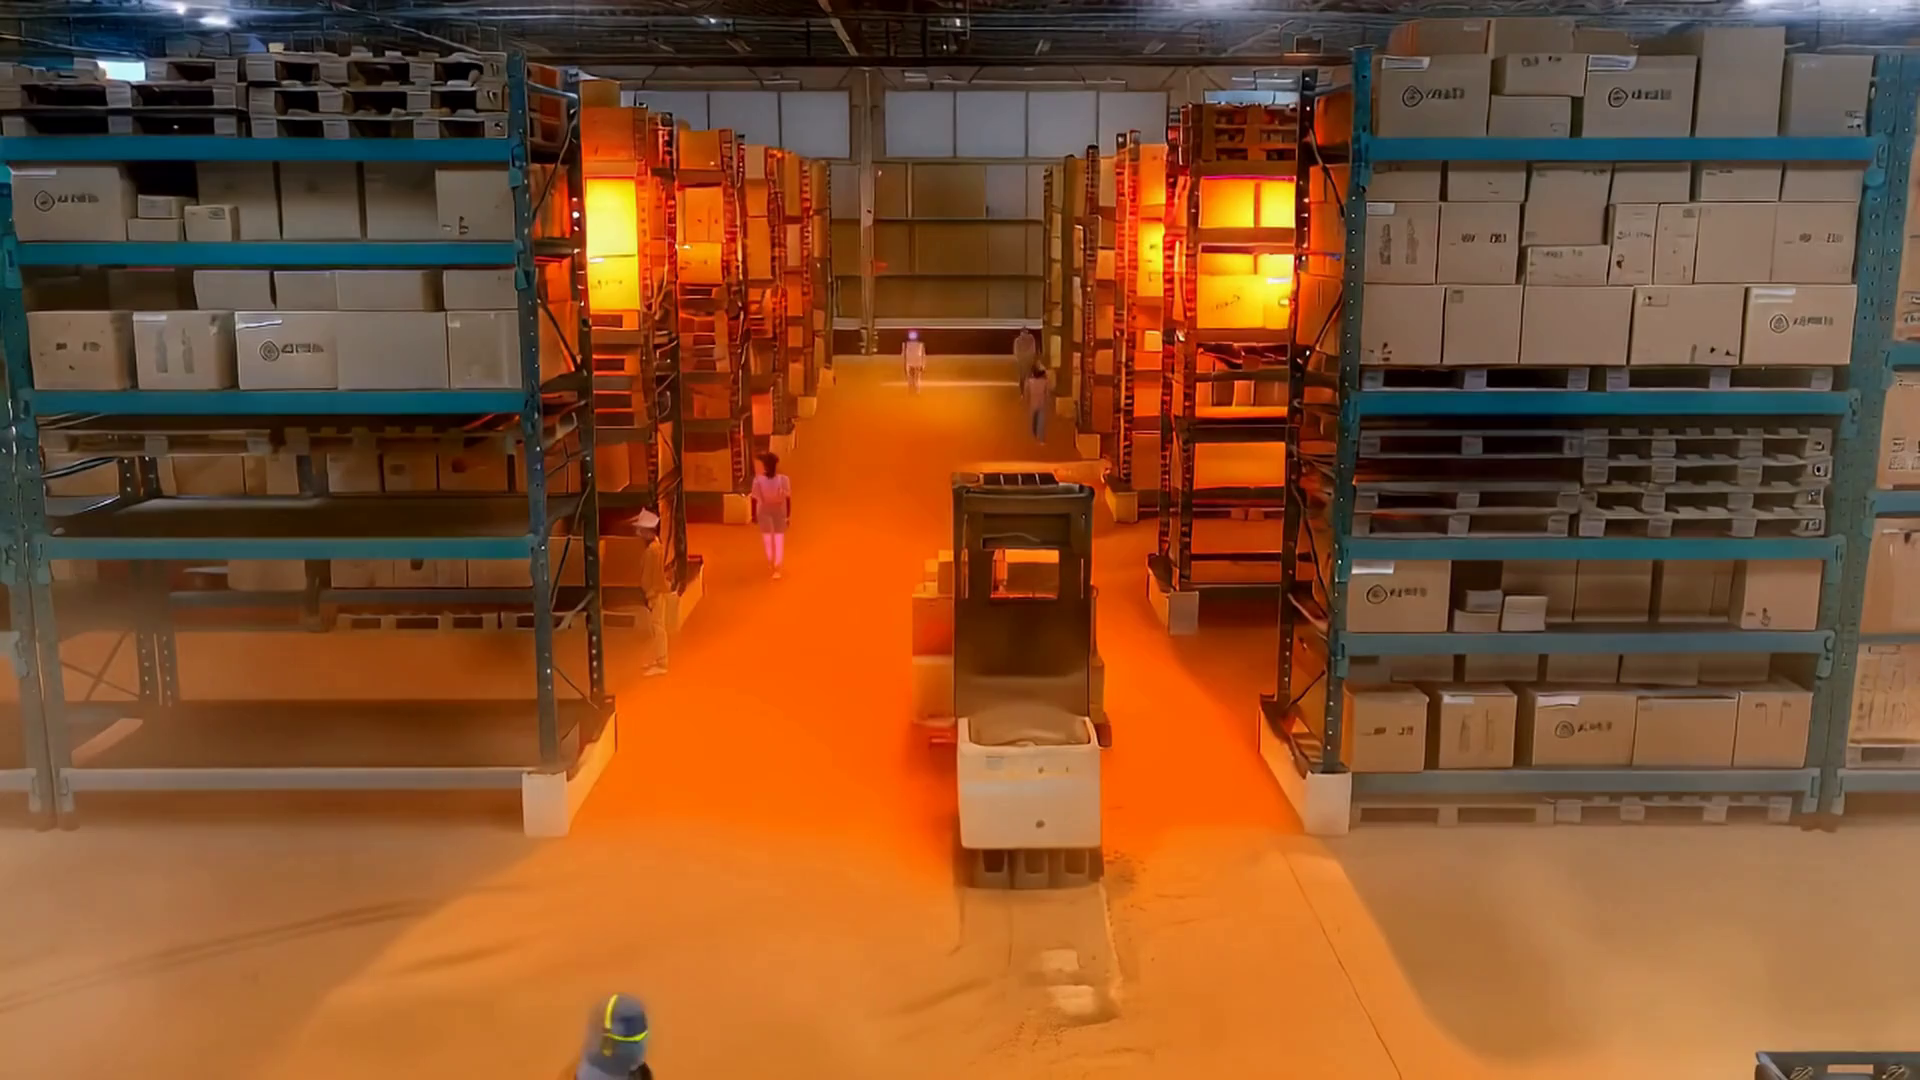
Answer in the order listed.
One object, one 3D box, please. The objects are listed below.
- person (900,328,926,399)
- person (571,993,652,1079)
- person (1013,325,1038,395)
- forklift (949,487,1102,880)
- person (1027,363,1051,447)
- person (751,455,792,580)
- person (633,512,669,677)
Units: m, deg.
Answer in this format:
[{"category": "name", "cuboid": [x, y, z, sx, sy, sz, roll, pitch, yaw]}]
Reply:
[{"category": "person", "cuboid": [-1.220, -4.573, 42.974, 0.661, 1.826, 0.653, -2, 12, -8]}, {"category": "person", "cuboid": [-1.434, 2.711, 6.738, 0.640, 1.888, 0.660, 1, 11, 3]}, {"category": "person", "cuboid": [1.715, -4.695, 43.468, 0.646, 1.880, 0.775, 0, 11, -2]}, {"category": "forklift", "cuboid": [0.495, 0.986, 12.813, 1.129, 2.768, 1.873, 0, 11, -2]}, {"category": "person", "cuboid": [1.635, -2.823, 34.566, 0.491, 1.722, 0.715, 0, 11, 1]}, {"category": "person", "cuboid": [-2.545, -0.344, 22.467, 0.545, 1.652, 0.881, 0, 11, -1]}, {"category": "person", "cuboid": [-3.278, 0.570, 17.648, 0.331, 1.767, 0.527, -2, 12, -11]}]
